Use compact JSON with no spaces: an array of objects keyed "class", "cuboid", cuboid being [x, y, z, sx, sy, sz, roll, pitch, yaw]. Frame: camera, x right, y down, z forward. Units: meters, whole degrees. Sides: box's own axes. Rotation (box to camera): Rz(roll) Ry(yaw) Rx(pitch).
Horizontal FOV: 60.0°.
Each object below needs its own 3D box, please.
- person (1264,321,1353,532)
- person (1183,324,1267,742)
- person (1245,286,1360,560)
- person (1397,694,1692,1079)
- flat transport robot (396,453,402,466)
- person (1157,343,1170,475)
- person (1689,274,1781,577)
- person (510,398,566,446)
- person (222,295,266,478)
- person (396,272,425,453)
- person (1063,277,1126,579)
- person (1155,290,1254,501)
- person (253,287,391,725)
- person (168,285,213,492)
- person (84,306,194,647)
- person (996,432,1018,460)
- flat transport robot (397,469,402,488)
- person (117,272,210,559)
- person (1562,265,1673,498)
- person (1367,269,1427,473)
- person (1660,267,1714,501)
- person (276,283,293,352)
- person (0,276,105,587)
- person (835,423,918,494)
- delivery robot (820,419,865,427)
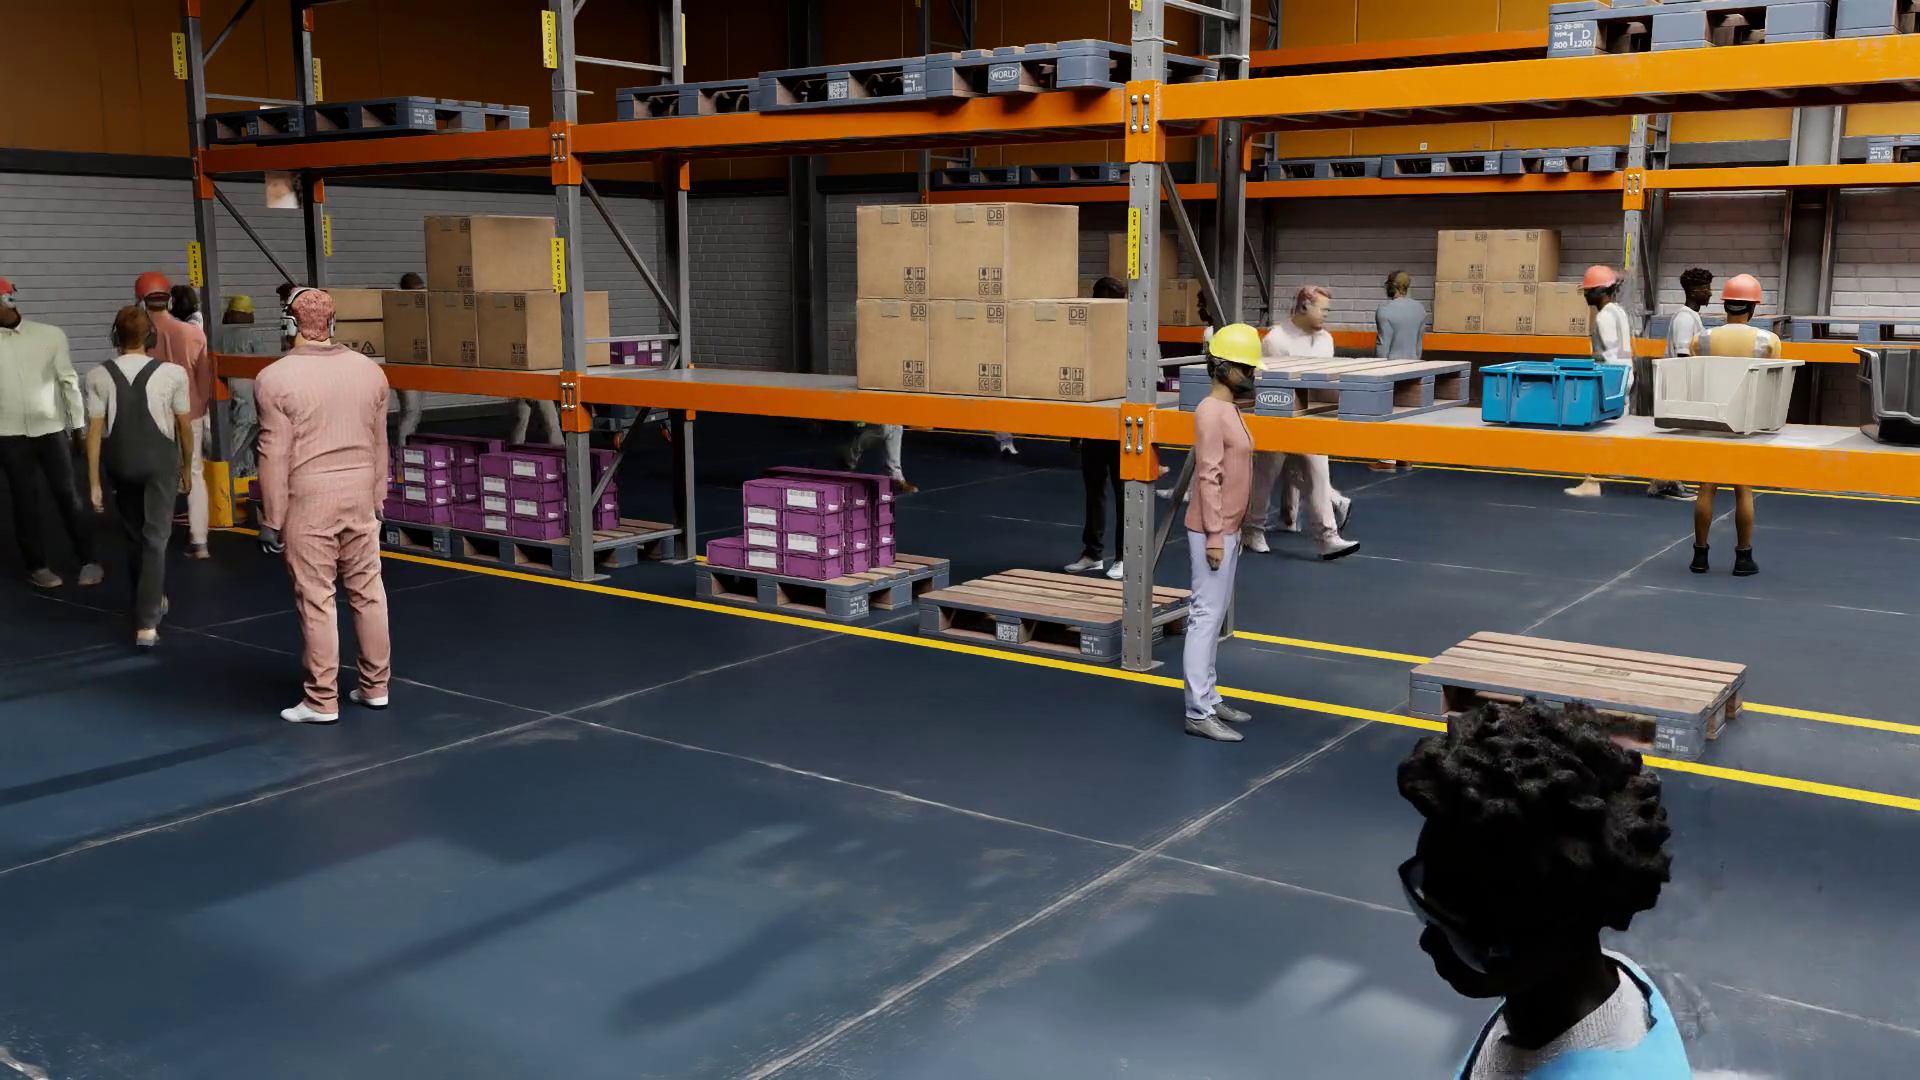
[{"class":"person","cuboid":[2.564,-0.821,12.203,0.608,1.619,0.529,4,10,20]},{"class":"person","cuboid":[1.126,-0.036,7.095,0.323,1.761,0.523,3,10,17]},{"class":"person","cuboid":[2.316,-0.783,11.270,0.689,1.839,1.007,-5,11,-25]},{"class":"person","cuboid":[0.558,0.948,1.579,0.876,1.639,0.539,3,10,18]},{"class":"flat transport robot","cuboid":[-5.155,-0.639,15.105,0.652,0.197,1.431,-3,10,-18]},{"class":"person","cuboid":[1.786,-1.505,15.632,0.713,1.822,0.660,6,11,33]},{"class":"person","cuboid":[4.970,-0.737,10.733,0.549,1.936,0.377,6,11,32]},{"class":"person","cuboid":[-3.890,-1.361,15.439,0.806,1.600,0.538,4,10,22]},{"class":"person","cuboid":[-6.417,-1.337,14.979,0.483,1.707,0.811,2,10,12]},{"class":"person","cuboid":[-5.211,-1.565,15.764,0.469,1.916,0.642,2,10,9]},{"class":"person","cuboid":[0.961,-0.719,10.681,0.587,1.920,0.391,9,13,43]},{"class":"person","cuboid":[2.107,-1.168,13.715,1.003,1.808,0.535,5,11,28]},{"class":"person","cuboid":[-2.806,-0.146,7.306,0.401,1.910,0.640,6,12,34]},{"class":"person","cuboid":[-6.662,-1.267,14.271,0.761,1.814,0.639,-5,11,-25]},{"class":"person","cuboid":[-4.358,-0.349,8.888,0.497,1.788,1.012,-2,10,-13]},{"class":"person","cuboid":[0.511,-1.752,17.028,0.666,1.841,1.011,-2,10,-11]},{"class":"flat transport robot","cuboid":[-4.572,-0.491,14.222,1.431,0.197,0.652,-3,10,-18]},{"class":"person","cuboid":[-5.447,-0.853,11.413,0.610,1.939,1.038,-8,13,-41]},{"class":"person","cuboid":[5.633,-1.325,14.103,0.851,2.003,0.626,6,11,32]},{"class":"person","cuboid":[4.178,-1.613,15.950,0.629,1.940,0.373,-7,12,-35]},{"class":"person","cuboid":[6.178,-1.328,14.168,0.374,1.966,0.608,5,11,26]},{"class":"person","cuboid":[-6.206,-1.523,15.762,0.426,1.820,0.593,2,10,9]},{"class":"person","cuboid":[-5.754,-0.666,10.328,0.699,1.939,0.441,-6,11,-32]},{"class":"person","cuboid":[-0.704,-1.352,14.430,0.645,1.927,0.642,4,10,24]},{"class":"delivery robot","cuboid":[-1.390,-1.554,19.429,0.707,0.478,0.477,6,11,32]}]
